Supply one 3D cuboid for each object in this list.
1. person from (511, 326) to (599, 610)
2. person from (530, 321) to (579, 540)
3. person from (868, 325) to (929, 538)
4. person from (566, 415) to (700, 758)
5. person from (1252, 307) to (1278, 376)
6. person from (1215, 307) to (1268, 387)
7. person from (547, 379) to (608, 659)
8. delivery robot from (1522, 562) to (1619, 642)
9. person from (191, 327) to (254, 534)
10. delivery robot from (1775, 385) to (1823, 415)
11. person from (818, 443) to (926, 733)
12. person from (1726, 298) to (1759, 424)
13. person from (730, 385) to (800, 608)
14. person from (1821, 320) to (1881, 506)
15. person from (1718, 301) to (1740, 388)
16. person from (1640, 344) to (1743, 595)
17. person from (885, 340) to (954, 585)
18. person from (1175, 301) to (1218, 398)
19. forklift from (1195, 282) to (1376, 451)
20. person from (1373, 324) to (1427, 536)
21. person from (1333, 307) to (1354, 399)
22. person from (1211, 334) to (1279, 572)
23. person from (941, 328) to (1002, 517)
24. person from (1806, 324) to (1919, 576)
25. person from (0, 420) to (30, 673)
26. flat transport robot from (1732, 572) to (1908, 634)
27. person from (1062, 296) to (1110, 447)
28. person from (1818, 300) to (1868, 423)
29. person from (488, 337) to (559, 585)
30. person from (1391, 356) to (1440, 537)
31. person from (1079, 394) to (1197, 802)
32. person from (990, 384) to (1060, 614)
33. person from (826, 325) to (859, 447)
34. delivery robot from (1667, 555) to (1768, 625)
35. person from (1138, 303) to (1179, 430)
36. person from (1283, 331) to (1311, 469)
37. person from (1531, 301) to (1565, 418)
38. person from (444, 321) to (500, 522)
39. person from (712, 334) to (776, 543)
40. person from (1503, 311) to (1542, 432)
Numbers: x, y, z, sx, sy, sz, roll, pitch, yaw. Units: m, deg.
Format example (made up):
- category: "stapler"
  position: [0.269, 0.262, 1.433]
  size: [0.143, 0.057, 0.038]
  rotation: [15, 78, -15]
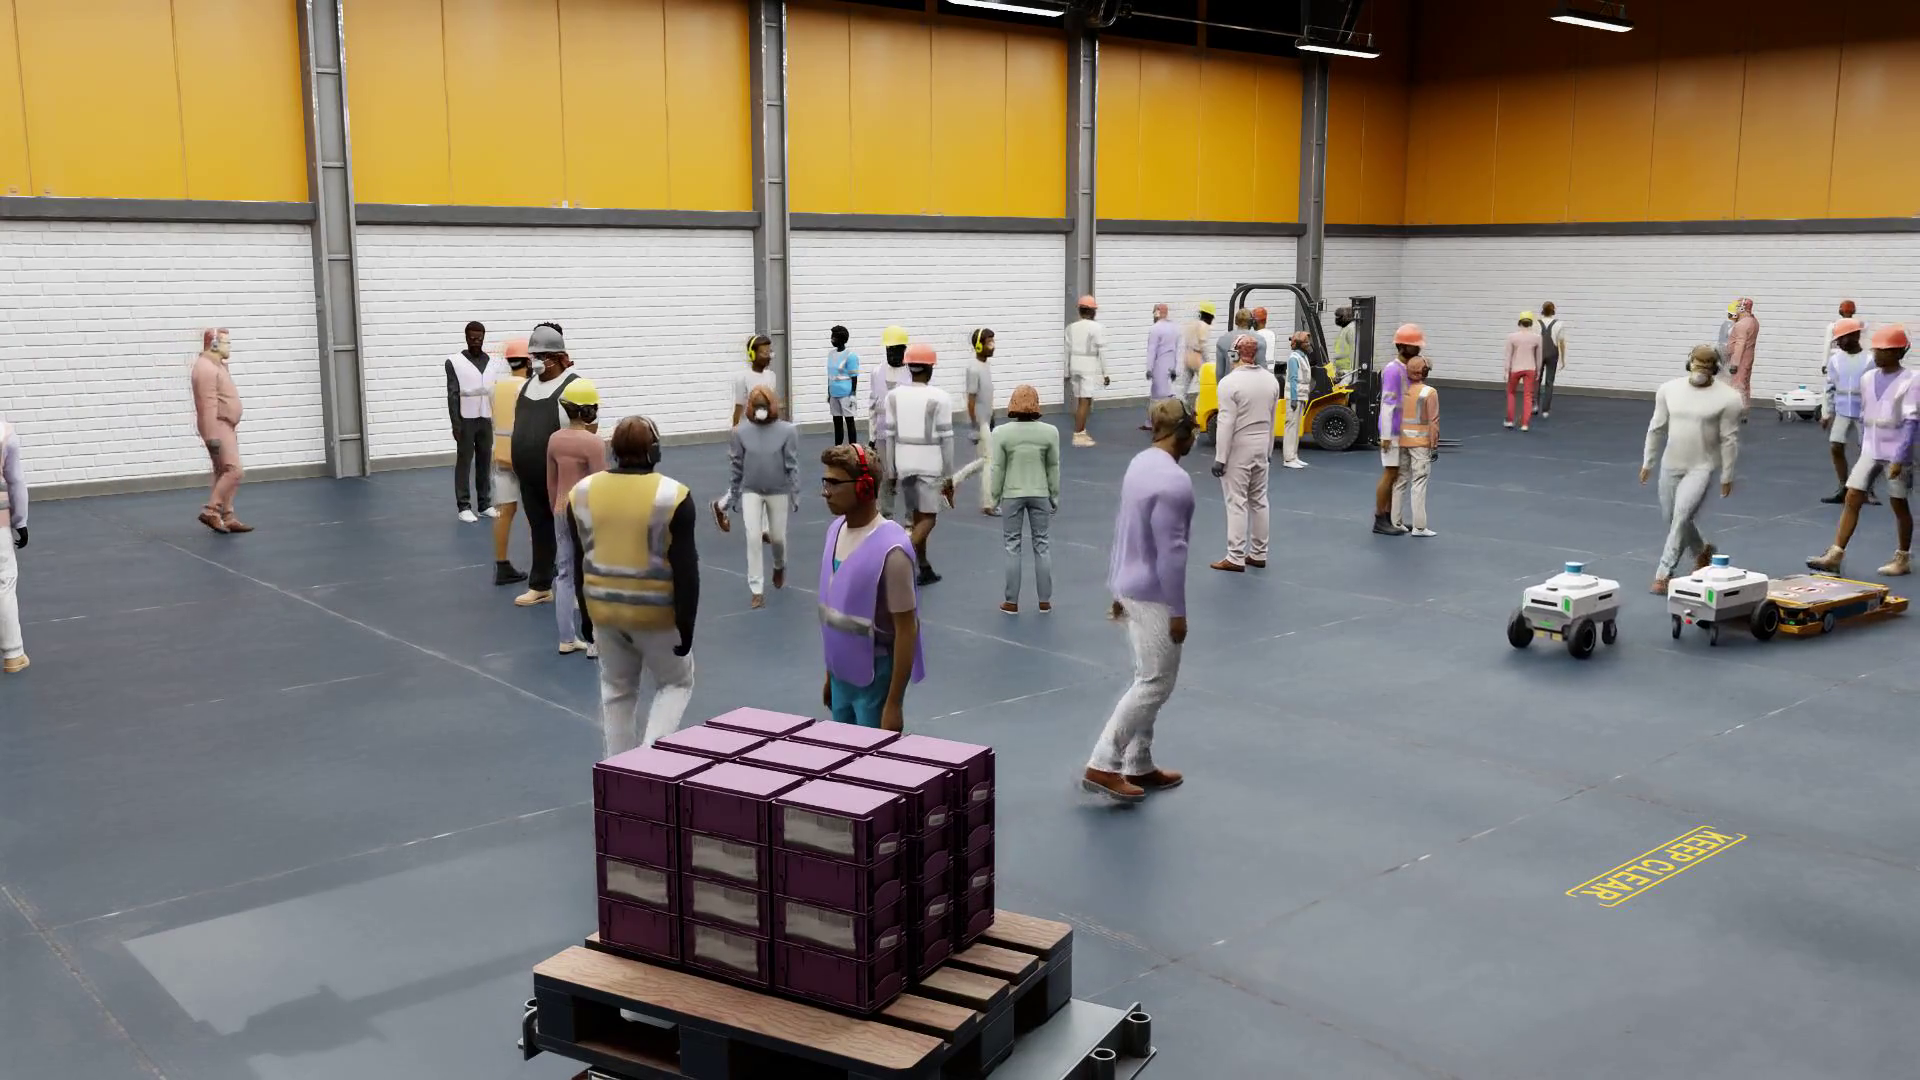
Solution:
- category: "person"
  position: [-2.950, -0.509, 11.918]
  size: [0.674, 2.000, 0.535]
  rotation: [6, 11, 30]
- category: "person"
  position: [-3.570, -0.935, 14.629]
  size: [0.362, 1.965, 0.611]
  rotation: [-9, 13, -43]
- category: "person"
  position: [-0.556, -0.928, 14.704]
  size: [0.584, 1.928, 0.374]
  rotation: [5, 11, 25]
- category: "person"
  position: [-1.466, 0.344, 7.567]
  size: [0.632, 1.829, 0.433]
  rotation: [2, 10, 11]
- category: "person"
  position: [3.833, -2.033, 21.293]
  size: [0.355, 1.887, 0.573]
  rotation: [8, 13, 39]
- category: "person"
  position: [3.321, -1.774, 19.627]
  size: [0.635, 1.937, 0.352]
  rotation: [6, 11, 31]
- category: "person"
  position: [-2.384, -0.133, 10.518]
  size: [0.525, 1.769, 0.327]
  rotation: [7, 12, 37]
- category: "delivery robot"
  position: [3.951, 0.387, 10.743]
  size: [0.707, 0.478, 0.477]
  rotation: [-9, 13, -41]
- category: "person"
  position: [-6.708, -0.985, 15.116]
  size: [0.418, 1.893, 0.678]
  rotation: [-3, 10, -16]
- category: "delivery robot"
  position: [12.910, -2.138, 25.529]
  size: [0.707, 0.478, 0.477]
  rotation: [0, 10, -2]
- category: "person"
  position: [-0.342, 0.545, 6.320]
  size: [0.372, 1.843, 0.570]
  rotation: [-6, 11, -30]
- category: "person"
  position: [11.791, -2.701, 25.145]
  size: [0.407, 1.908, 0.641]
  rotation: [8, 13, 39]
- category: "person"
  position: [-1.429, -0.344, 12.216]
  size: [0.510, 1.607, 0.656]
  rotation: [-1, 10, -3]
- category: "person"
  position: [9.155, -1.293, 16.978]
  size: [0.483, 1.887, 0.616]
  rotation: [-8, 13, -40]
- category: "person"
  position: [12.035, -2.799, 25.934]
  size: [0.404, 1.830, 0.603]
  rotation: [2, 10, 10]
- category: "person"
  position: [5.568, -0.553, 12.597]
  size: [0.870, 1.899, 0.683]
  rotation: [-9, 13, -44]
- category: "person"
  position: [-0.344, -0.540, 12.530]
  size: [0.547, 1.912, 0.839]
  rotation: [5, 11, 26]
- category: "person"
  position: [3.601, -2.630, 24.907]
  size: [0.954, 1.845, 0.596]
  rotation: [-2, 10, -14]
- category: "forklift"
  position: [4.328, -2.346, 22.227]
  size: [2.313, 2.155, 1.214]
  rotation: [3, 10, 16]
- category: "person"
  position: [4.025, -1.003, 15.155]
  size: [0.401, 1.926, 0.561]
  rotation: [6, 12, 33]
- category: "person"
  position: [5.489, -2.417, 23.764]
  size: [0.662, 1.816, 0.698]
  rotation: [0, 10, 2]
- category: "person"
  position: [2.267, -0.698, 13.422]
  size: [0.642, 1.909, 0.399]
  rotation: [-7, 12, -37]
- category: "person"
  position: [0.170, -1.149, 16.236]
  size: [0.690, 1.850, 0.535]
  rotation: [2, 10, 10]
- category: "person"
  position: [7.178, -0.681, 13.058]
  size: [0.985, 1.997, 0.618]
  rotation: [-4, 10, -20]
- category: "person"
  position: [-5.973, -0.088, 10.038]
  size: [0.637, 1.841, 0.429]
  rotation: [-5, 11, -27]
- category: "flat transport robot"
  position: [5.926, 0.428, 11.605]
  size: [1.431, 0.197, 0.652]
  rotation: [-7, 12, -34]
- category: "person"
  position: [1.665, -2.244, 22.251]
  size: [0.632, 2.008, 0.713]
  rotation: [8, 13, 41]
- category: "person"
  position: [13.304, -2.669, 25.043]
  size: [0.601, 1.880, 0.431]
  rotation: [4, 10, 20]
- category: "person"
  position: [-3.407, -0.621, 12.984]
  size: [0.564, 1.898, 0.749]
  rotation: [5, 11, 29]
- category: "person"
  position: [4.116, -0.846, 15.074]
  size: [0.308, 1.636, 0.524]
  rotation: [-7, 12, -34]
- category: "person"
  position: [0.848, 0.266, 7.814]
  size: [0.579, 1.901, 0.645]
  rotation: [-1, 10, -7]
- category: "person"
  position: [0.457, -0.285, 11.798]
  size: [0.503, 1.632, 0.274]
  rotation: [-1, 10, -8]
- category: "person"
  position: [-1.443, -1.778, 20.350]
  size: [0.322, 1.698, 0.534]
  rotation: [-9, 13, -42]
- category: "delivery robot"
  position: [5.012, 0.343, 10.999]
  size: [0.707, 0.478, 0.477]
  rotation: [-7, 12, -34]
- category: "person"
  position: [2.989, -2.484, 24.025]
  size: [0.856, 1.867, 0.680]
  rotation: [8, 12, 37]
- category: "person"
  position: [4.048, -1.686, 19.977]
  size: [0.314, 1.641, 0.515]
  rotation: [4, 11, 24]
- category: "person"
  position: [9.271, -2.846, 26.244]
  size: [0.535, 1.826, 0.607]
  rotation: [5, 11, 25]
- category: "person"
  position: [-4.664, -1.141, 15.993]
  size: [0.394, 1.914, 0.587]
  rotation: [7, 12, 36]
- category: "person"
  position: [-1.859, -0.891, 14.698]
  size: [0.618, 1.857, 0.532]
  rotation: [6, 11, 32]
- category: "person"
  position: [8.189, -2.465, 24.260]
  size: [0.546, 1.737, 0.776]
  rotation: [1, 10, 7]
